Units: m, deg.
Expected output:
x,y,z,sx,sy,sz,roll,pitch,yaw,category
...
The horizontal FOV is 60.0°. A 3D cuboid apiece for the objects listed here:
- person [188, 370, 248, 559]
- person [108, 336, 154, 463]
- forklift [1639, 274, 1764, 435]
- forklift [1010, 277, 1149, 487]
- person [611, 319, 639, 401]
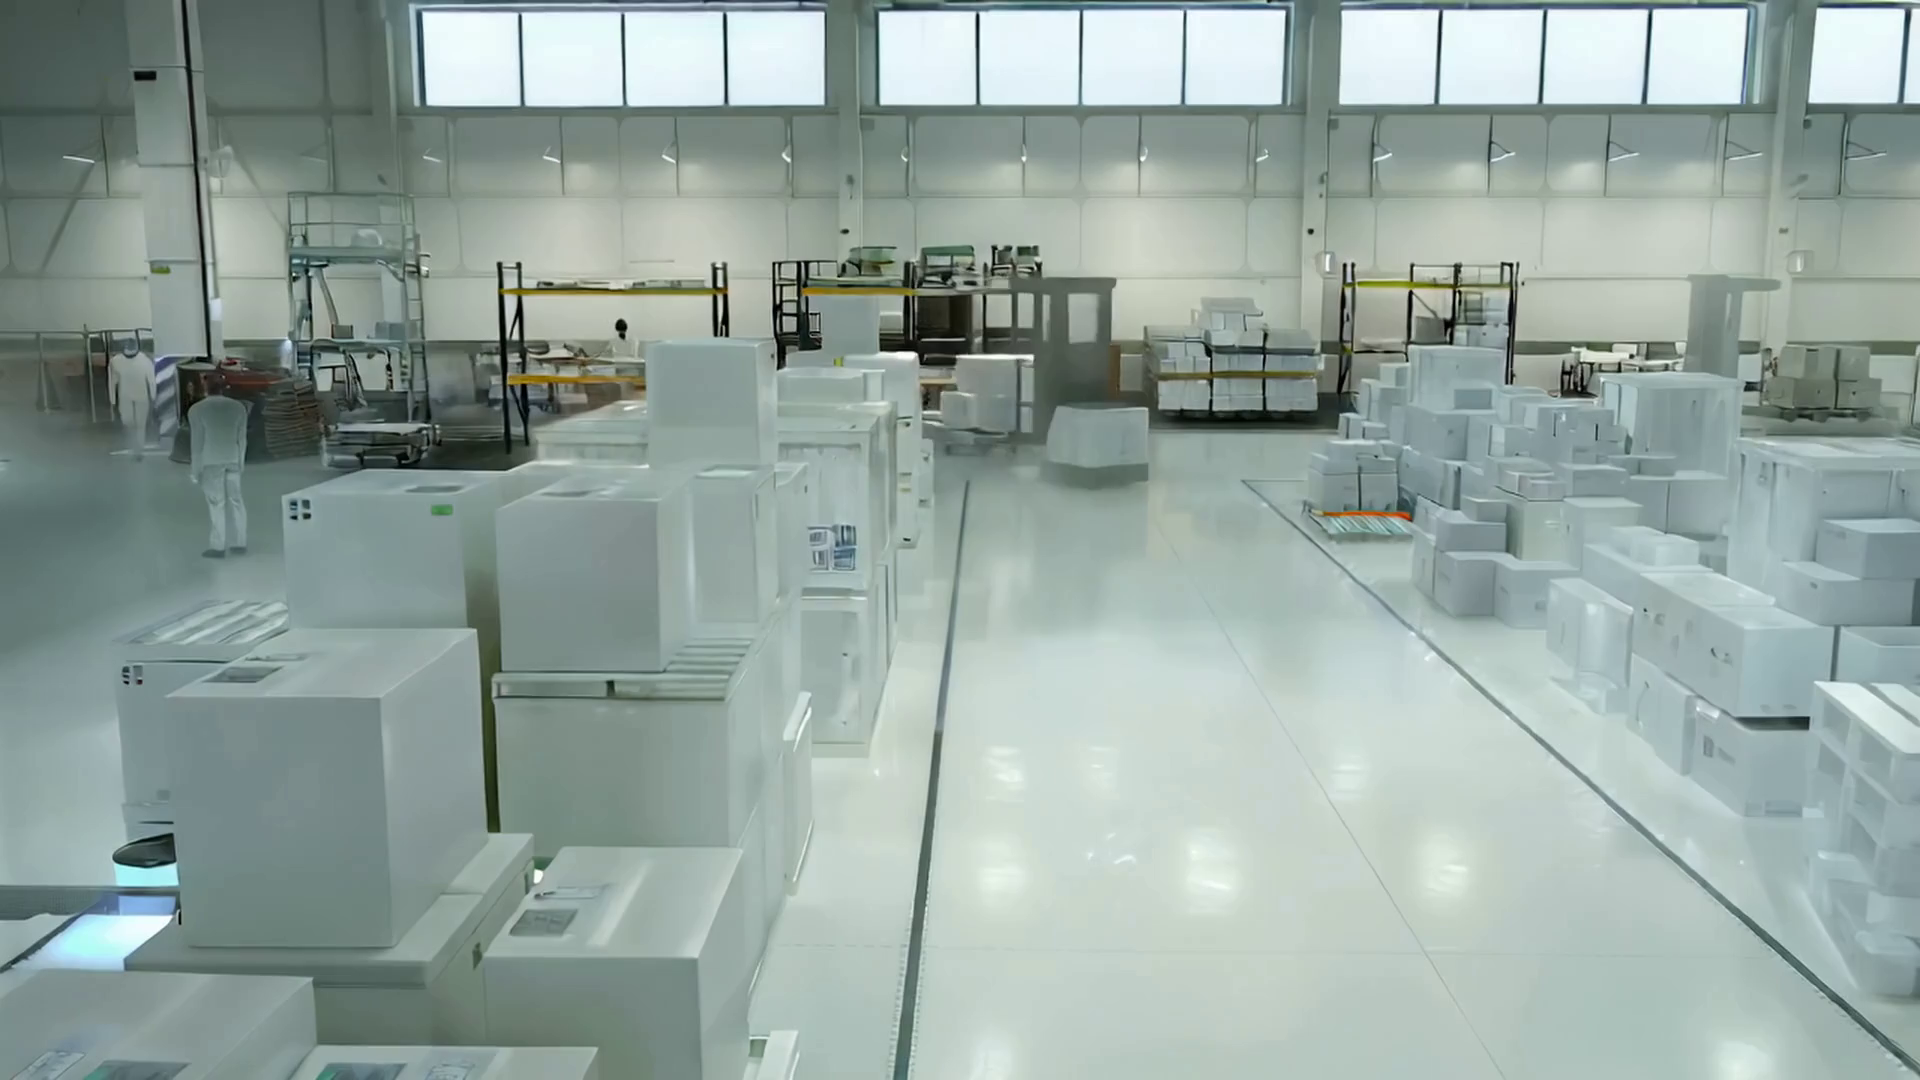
x,y,z,sx,sy,sz,roll,pitch,yaw,category
-7.601,-0.770,17.063,0.372,1.940,0.631,6,11,31,person
-12.532,-2.120,25.215,0.627,1.912,0.691,-5,11,-26,person
13.052,-3.274,29.248,1.873,2.768,1.129,0,9,1,forklift
1.675,-2.218,22.919,1.129,2.768,1.873,-6,11,-31,forklift
-6.687,-3.442,33.180,0.568,1.902,0.831,-1,10,-5,person
